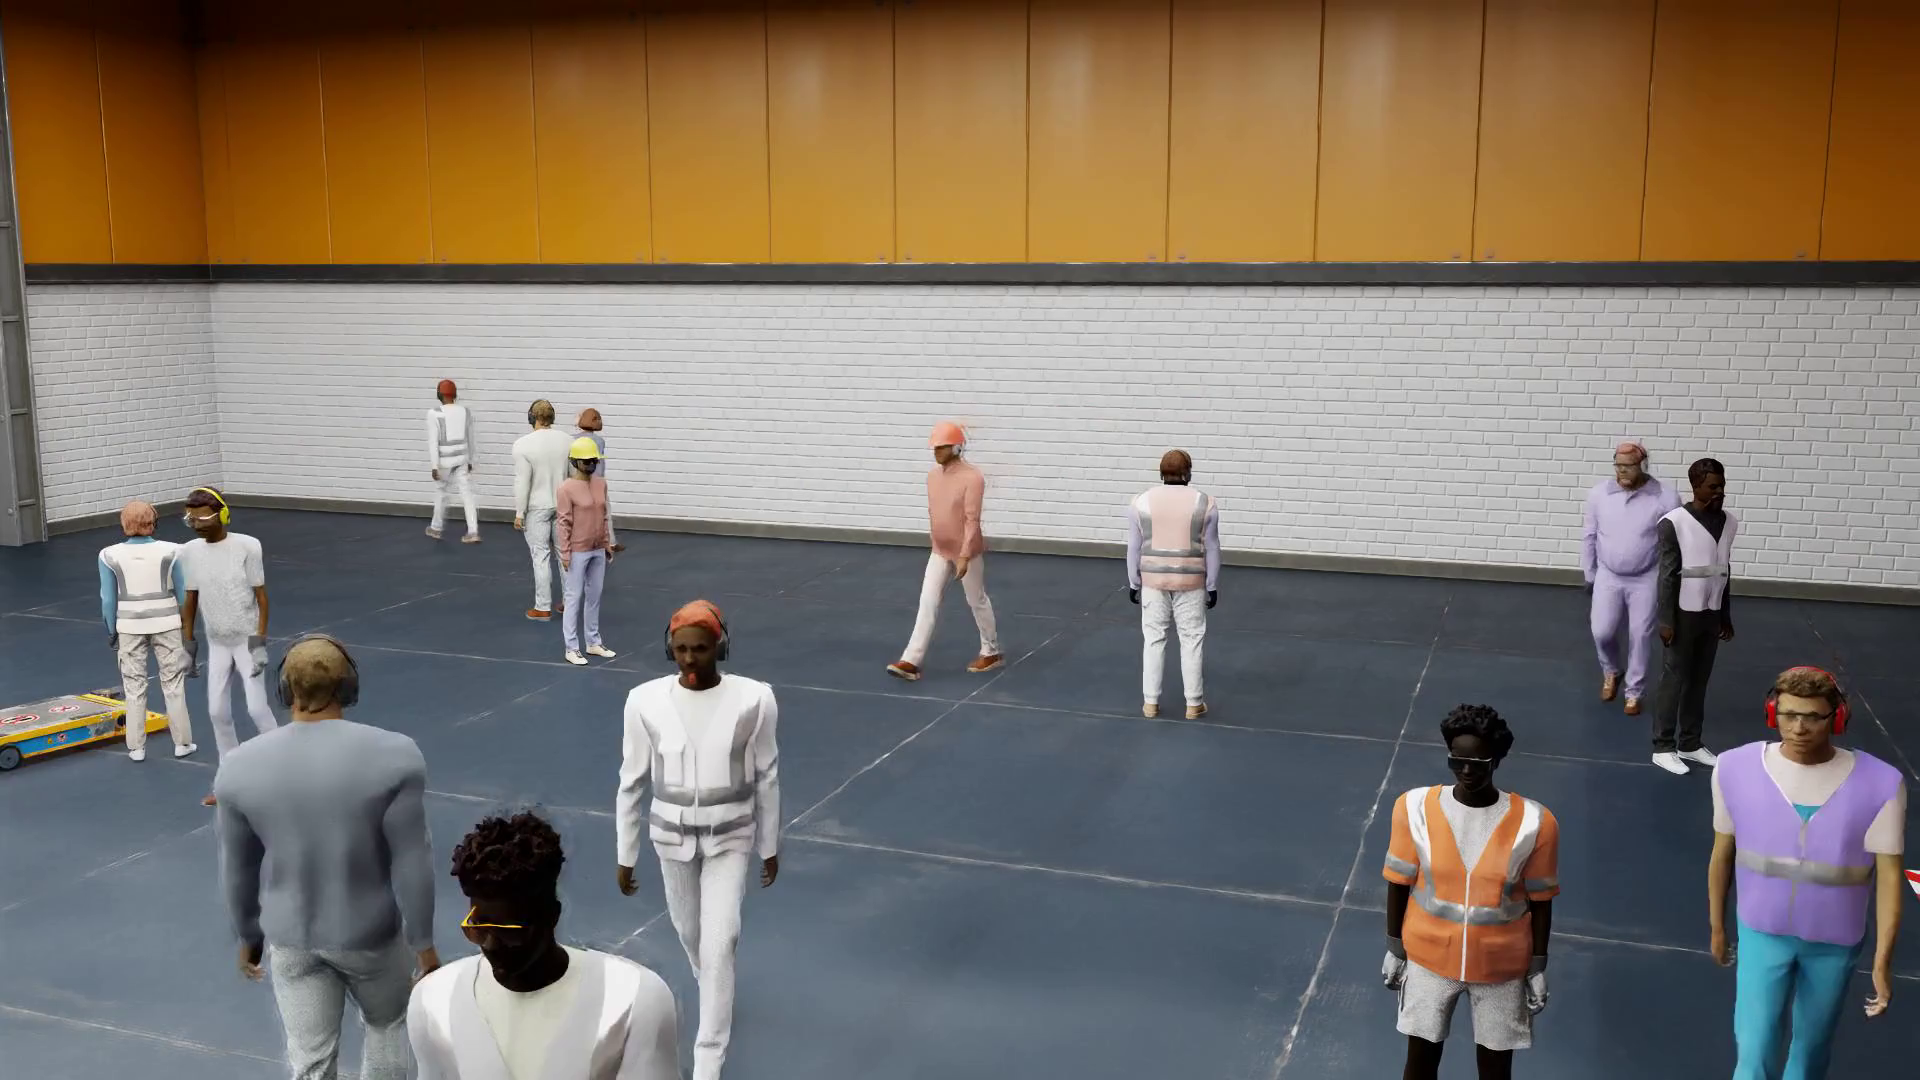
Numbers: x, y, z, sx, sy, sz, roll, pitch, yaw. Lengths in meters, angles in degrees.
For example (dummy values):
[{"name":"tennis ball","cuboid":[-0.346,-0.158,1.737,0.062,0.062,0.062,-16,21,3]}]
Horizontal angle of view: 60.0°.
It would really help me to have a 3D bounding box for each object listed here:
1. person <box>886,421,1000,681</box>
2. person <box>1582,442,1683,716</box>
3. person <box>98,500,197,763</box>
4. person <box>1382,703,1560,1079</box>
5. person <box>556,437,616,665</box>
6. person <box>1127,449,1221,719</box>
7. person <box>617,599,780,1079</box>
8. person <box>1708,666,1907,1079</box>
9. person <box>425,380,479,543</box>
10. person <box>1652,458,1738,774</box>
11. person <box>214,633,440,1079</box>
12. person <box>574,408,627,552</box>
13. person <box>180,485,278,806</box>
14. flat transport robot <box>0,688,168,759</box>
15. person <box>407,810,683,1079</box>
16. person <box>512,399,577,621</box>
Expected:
[{"name":"person","cuboid":[-0.069,0.085,12.386,0.623,1.935,1.051,9,12,43]},{"name":"person","cuboid":[4.604,0.261,11.438,0.665,1.888,0.437,6,11,32]},{"name":"person","cuboid":[-5.020,0.567,10.303,0.512,1.638,0.307,-3,10,-20]},{"name":"person","cuboid":[1.610,1.343,5.299,0.540,1.695,0.317,3,10,20]},{"name":"person","cuboid":[-2.897,0.078,12.936,0.316,1.767,0.535,5,11,30]},{"name":"person","cuboid":[1.455,0.300,11.329,0.630,1.840,0.428,2,9,13]},{"name":"person","cuboid":[-0.975,1.117,6.271,0.591,1.844,0.977,0,9,2]},{"name":"person","cuboid":[2.708,1.283,5.387,0.567,1.794,0.959,4,10,26]},{"name":"person","cuboid":[-5.722,-0.888,18.737,1.008,1.831,0.598,9,13,44]},{"name":"person","cuboid":[4.478,0.450,10.156,0.590,1.919,0.392,-5,10,-27]},{"name":"person","cuboid":[-1.985,1.228,5.325,0.661,1.917,0.700,-1,9,-8]},{"name":"person","cuboid":[-3.983,-0.615,17.793,0.515,1.600,0.831,7,11,36]},{"name":"person","cuboid":[-4.160,0.595,9.464,0.581,1.849,0.466,2,9,9]},{"name":"flat transport robot","cuboid":[-5.883,1.210,10.537,0.652,0.197,1.431,6,11,32]},{"name":"person","cuboid":[-0.883,1.514,3.605,0.620,1.915,1.012,0,9,0]},{"name":"person","cuboid":[-3.603,-0.262,14.507,0.355,1.937,0.634,9,13,44]}]
